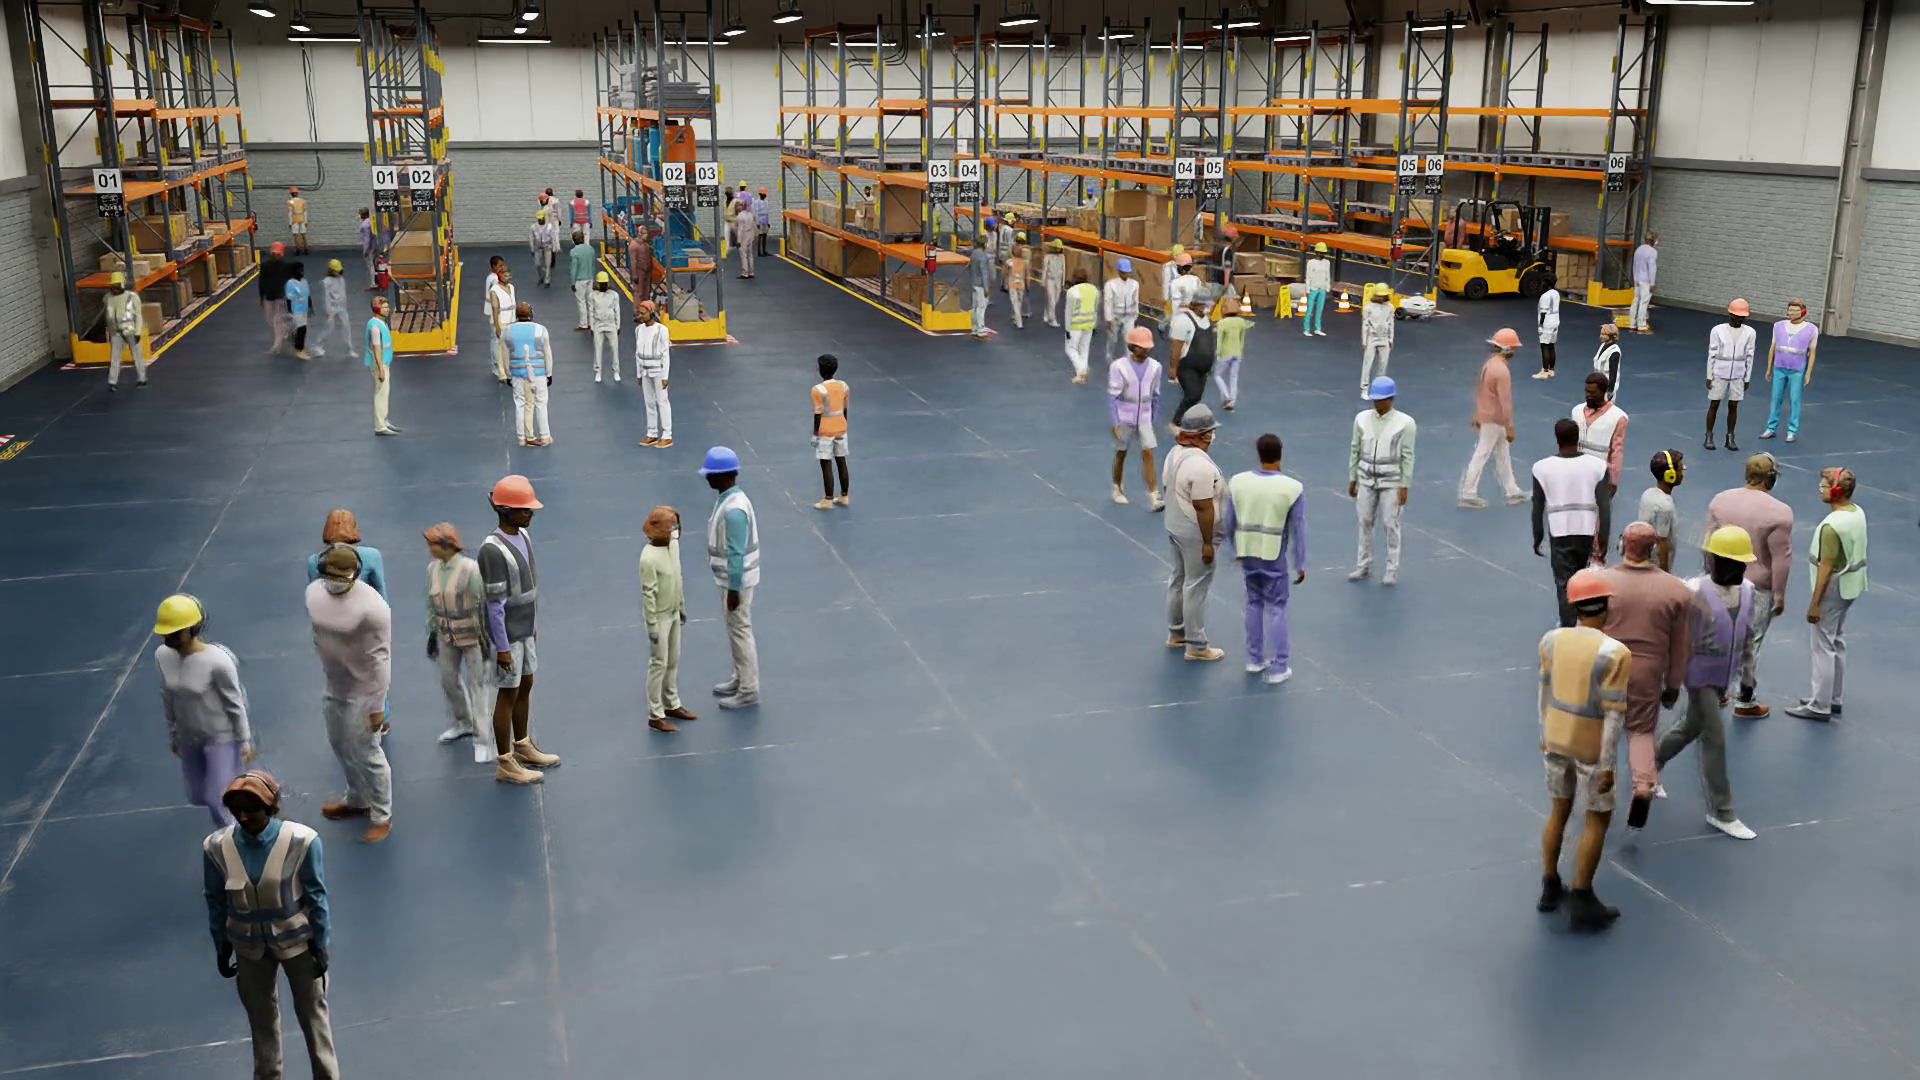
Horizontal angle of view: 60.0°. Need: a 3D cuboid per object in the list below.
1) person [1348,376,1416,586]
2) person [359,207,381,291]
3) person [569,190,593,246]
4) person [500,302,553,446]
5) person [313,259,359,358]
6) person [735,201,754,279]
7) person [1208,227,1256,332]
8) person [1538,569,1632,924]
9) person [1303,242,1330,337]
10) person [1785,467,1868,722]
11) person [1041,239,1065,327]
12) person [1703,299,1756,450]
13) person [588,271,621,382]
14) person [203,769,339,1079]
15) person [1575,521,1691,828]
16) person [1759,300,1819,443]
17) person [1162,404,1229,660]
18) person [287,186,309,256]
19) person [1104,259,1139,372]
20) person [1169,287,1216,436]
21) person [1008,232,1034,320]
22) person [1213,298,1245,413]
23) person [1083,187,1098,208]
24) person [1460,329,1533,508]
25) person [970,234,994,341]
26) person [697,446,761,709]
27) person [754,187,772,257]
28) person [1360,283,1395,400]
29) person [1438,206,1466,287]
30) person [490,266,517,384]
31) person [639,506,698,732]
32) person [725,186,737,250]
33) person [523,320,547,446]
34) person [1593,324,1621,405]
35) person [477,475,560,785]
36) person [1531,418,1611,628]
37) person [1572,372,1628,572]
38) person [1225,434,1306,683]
[{"bbox_3d":[3.825,-0.540,15.173,0.622,1.937,0.429,11,18,36],"label":"person"},{"bbox_3d":[-13.653,-6.725,38.440,0.354,1.936,0.635,-2,15,-7],"label":"person"},{"bbox_3d":[-10.805,-9.048,47.413,0.657,1.820,0.648,-3,15,-12],"label":"person"},{"bbox_3d":[-5.525,-2.121,21.302,0.627,1.844,0.429,-2,15,-7],"label":"person"},{"bbox_3d":[-10.799,-3.994,28.630,0.814,1.700,0.523,8,17,27],"label":"person"},{"bbox_3d":[-5.349,-7.422,41.123,0.402,1.906,0.652,6,16,22],"label":"person"},{"bbox_3d":[5.107,-4.944,31.642,1.043,1.988,0.628,-3,15,-10],"label":"person"},{"bbox_3d":[3.379,1.108,9.056,0.500,1.889,0.602,-10,18,-34],"label":"person"},{"bbox_3d":[6.688,-4.687,31.115,0.525,1.761,0.346,-7,16,-24],"label":"person"},{"bbox_3d":[6.234,0.392,11.861,0.385,1.837,0.564,14,20,42],"label":"person"},{"bbox_3d":[1.793,-5.072,32.662,0.511,1.708,0.723,-8,17,-28],"label":"person"},{"bbox_3d":[9.720,-2.085,21.004,0.543,1.929,0.385,3,15,10],"label":"person"},{"bbox_3d":[-5.579,-3.355,26.157,0.485,1.735,0.332,-4,15,-13],"label":"person"},{"bbox_3d":[-2.950,1.748,7.148,0.508,1.628,0.319,-1,15,-4],"label":"person"},{"bbox_3d":[4.063,0.835,10.112,0.650,1.884,0.654,4,15,15],"label":"person"},{"bbox_3d":[10.774,-2.201,21.591,0.382,1.845,0.571,-14,20,-41],"label":"person"},{"bbox_3d":[1.902,-0.074,13.216,0.537,2.000,0.683,-4,15,-16],"label":"person"},{"bbox_3d":[-18.789,-9.037,47.147,0.377,1.932,0.552,12,19,39],"label":"person"},{"bbox_3d":[2.568,-3.565,26.650,0.633,1.901,0.998,-3,15,-12],"label":"person"},{"bbox_3d":[3.035,-2.293,21.567,0.746,2.000,0.549,-14,20,-42],"label":"person"},{"bbox_3d":[1.244,-5.334,33.581,0.544,1.733,0.814,6,16,23],"label":"person"},{"bbox_3d":[3.805,-2.612,23.564,0.512,1.620,0.344,-7,16,-25],"label":"person"},{"bbox_3d":[3.716,-9.133,47.580,0.649,1.888,0.997,0,15,-1],"label":"person"},{"bbox_3d":[5.908,-1.298,17.964,0.935,1.958,0.657,1,15,4],"label":"person"},{"bbox_3d":[0.385,-4.651,30.634,0.372,1.940,0.627,-5,16,-19],"label":"person"},{"bbox_3d":[-1.671,0.265,12.144,0.429,1.937,0.628,-3,15,-13],"label":"person"},{"bbox_3d":[-5.542,-8.954,46.820,0.349,1.942,0.545,8,17,29],"label":"person"},{"bbox_3d":[6.190,-2.936,24.583,0.502,1.731,0.340,-3,15,-11],"label":"person"},{"bbox_3d":[11.537,-6.854,38.984,0.409,1.907,0.651,-4,16,-16],"label":"person"},{"bbox_3d":[-7.116,-3.357,25.975,0.393,1.832,0.574,4,15,15],"label":"person"},{"bbox_3d":[-2.069,0.546,11.683,0.295,1.623,0.507,4,15,15],"label":"person"},{"bbox_3d":[-6.737,-9.489,49.031,0.348,1.840,0.502,-1,15,-5],"label":"person"},{"bbox_3d":[-5.535,-2.026,21.342,0.289,1.633,0.499,-7,16,-25],"label":"person"},{"bbox_3d":[8.105,-1.899,20.876,0.313,1.633,0.519,1,15,3],"label":"person"},{"bbox_3d":[-2.859,0.578,10.782,0.404,2.035,0.606,2,15,6],"label":"person"},{"bbox_3d":[4.898,-0.048,13.463,0.605,1.858,0.836,2,15,7],"label":"person"},{"bbox_3d":[5.923,-0.623,15.541,0.403,1.910,0.598,-8,17,-28],"label":"person"},{"bbox_3d":[2.331,0.132,12.761,0.639,1.873,0.489,8,17,28],"label":"person"}]
